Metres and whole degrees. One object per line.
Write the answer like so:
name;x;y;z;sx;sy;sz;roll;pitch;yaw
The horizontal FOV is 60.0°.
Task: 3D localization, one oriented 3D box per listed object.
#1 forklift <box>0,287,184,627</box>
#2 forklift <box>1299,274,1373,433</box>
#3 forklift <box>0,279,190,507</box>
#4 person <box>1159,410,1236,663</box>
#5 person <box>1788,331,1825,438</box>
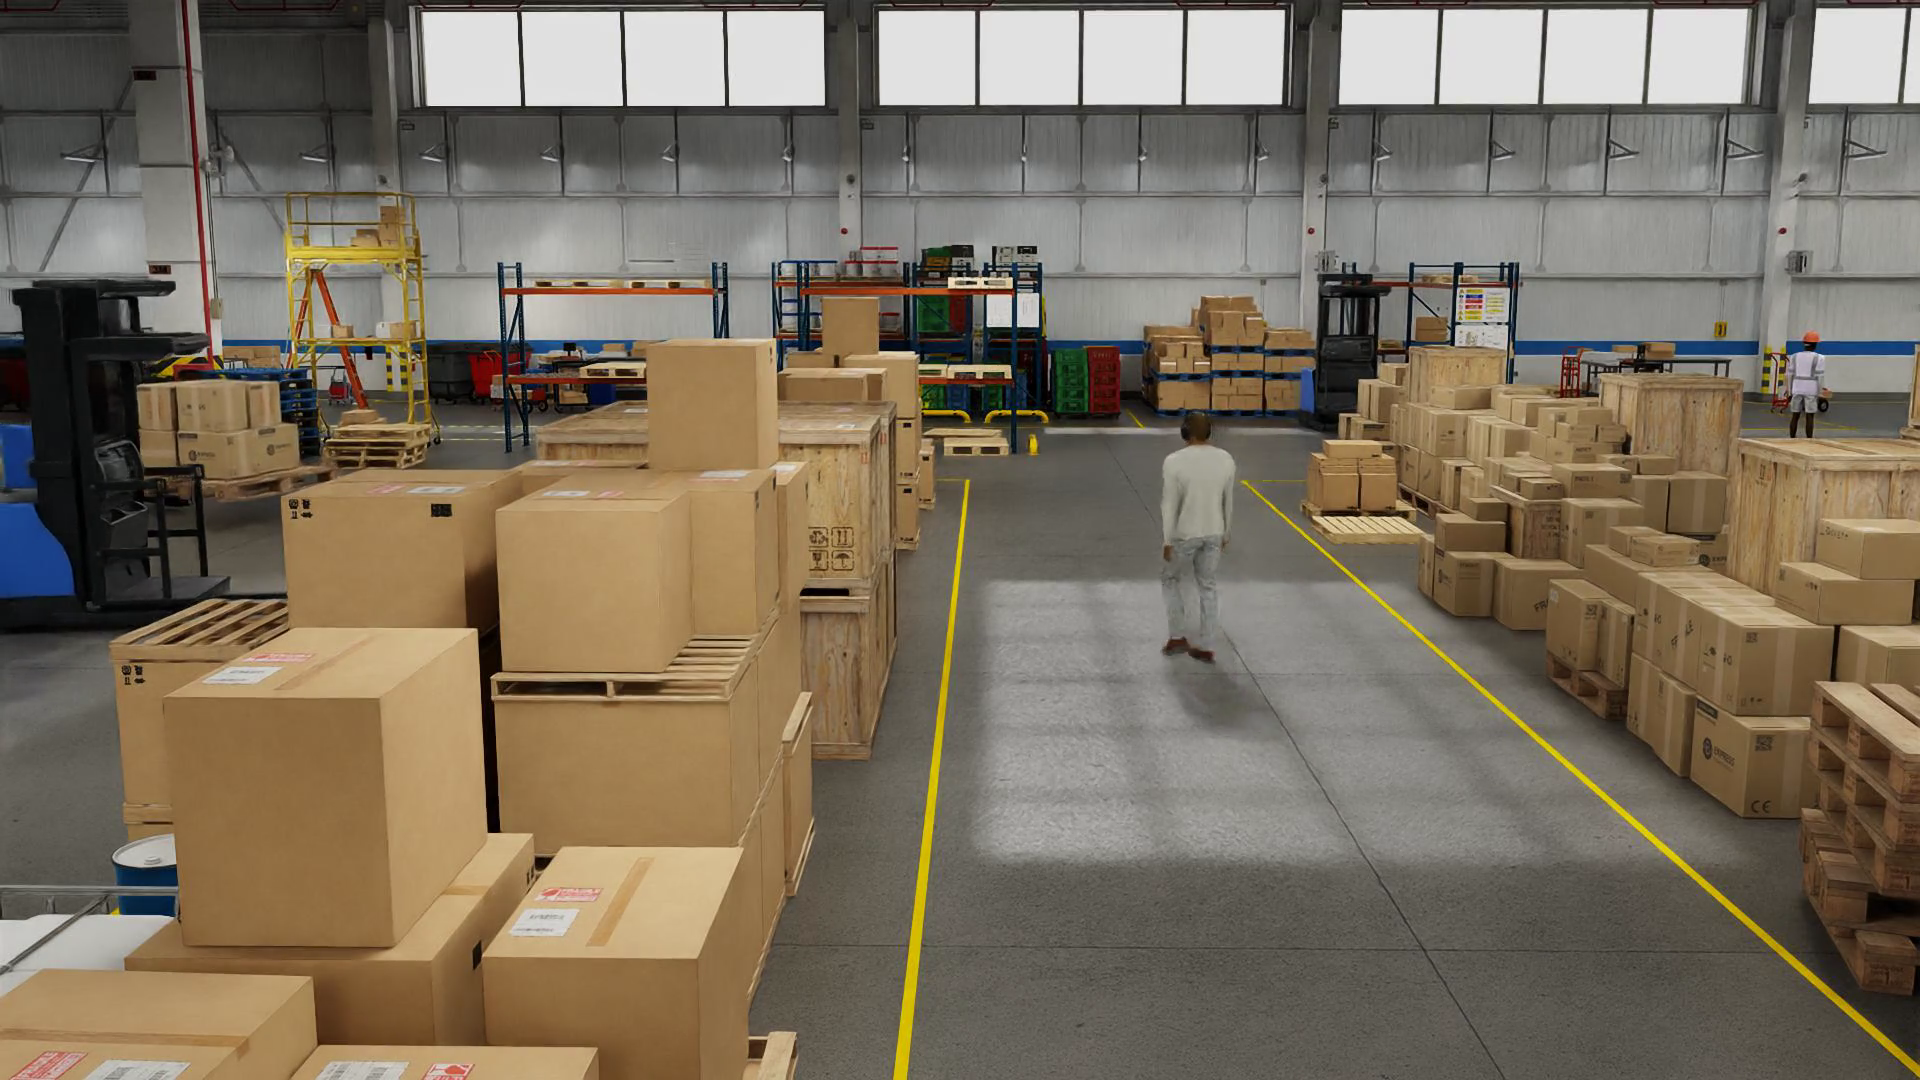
forklift;-7.451;-0.717;13.927;1.873;2.768;1.129;-1;10;-8
forklift;6.904;-3.406;30.036;1.129;2.768;1.873;0;9;-3
forklift;-10.568;-1.747;20.099;1.873;2.768;1.129;4;10;22
person;1.788;-0.026;12.672;0.646;1.922;0.562;-3;10;-19
person;13.579;-2.379;26.704;0.379;1.938;0.547;-8;12;-40
